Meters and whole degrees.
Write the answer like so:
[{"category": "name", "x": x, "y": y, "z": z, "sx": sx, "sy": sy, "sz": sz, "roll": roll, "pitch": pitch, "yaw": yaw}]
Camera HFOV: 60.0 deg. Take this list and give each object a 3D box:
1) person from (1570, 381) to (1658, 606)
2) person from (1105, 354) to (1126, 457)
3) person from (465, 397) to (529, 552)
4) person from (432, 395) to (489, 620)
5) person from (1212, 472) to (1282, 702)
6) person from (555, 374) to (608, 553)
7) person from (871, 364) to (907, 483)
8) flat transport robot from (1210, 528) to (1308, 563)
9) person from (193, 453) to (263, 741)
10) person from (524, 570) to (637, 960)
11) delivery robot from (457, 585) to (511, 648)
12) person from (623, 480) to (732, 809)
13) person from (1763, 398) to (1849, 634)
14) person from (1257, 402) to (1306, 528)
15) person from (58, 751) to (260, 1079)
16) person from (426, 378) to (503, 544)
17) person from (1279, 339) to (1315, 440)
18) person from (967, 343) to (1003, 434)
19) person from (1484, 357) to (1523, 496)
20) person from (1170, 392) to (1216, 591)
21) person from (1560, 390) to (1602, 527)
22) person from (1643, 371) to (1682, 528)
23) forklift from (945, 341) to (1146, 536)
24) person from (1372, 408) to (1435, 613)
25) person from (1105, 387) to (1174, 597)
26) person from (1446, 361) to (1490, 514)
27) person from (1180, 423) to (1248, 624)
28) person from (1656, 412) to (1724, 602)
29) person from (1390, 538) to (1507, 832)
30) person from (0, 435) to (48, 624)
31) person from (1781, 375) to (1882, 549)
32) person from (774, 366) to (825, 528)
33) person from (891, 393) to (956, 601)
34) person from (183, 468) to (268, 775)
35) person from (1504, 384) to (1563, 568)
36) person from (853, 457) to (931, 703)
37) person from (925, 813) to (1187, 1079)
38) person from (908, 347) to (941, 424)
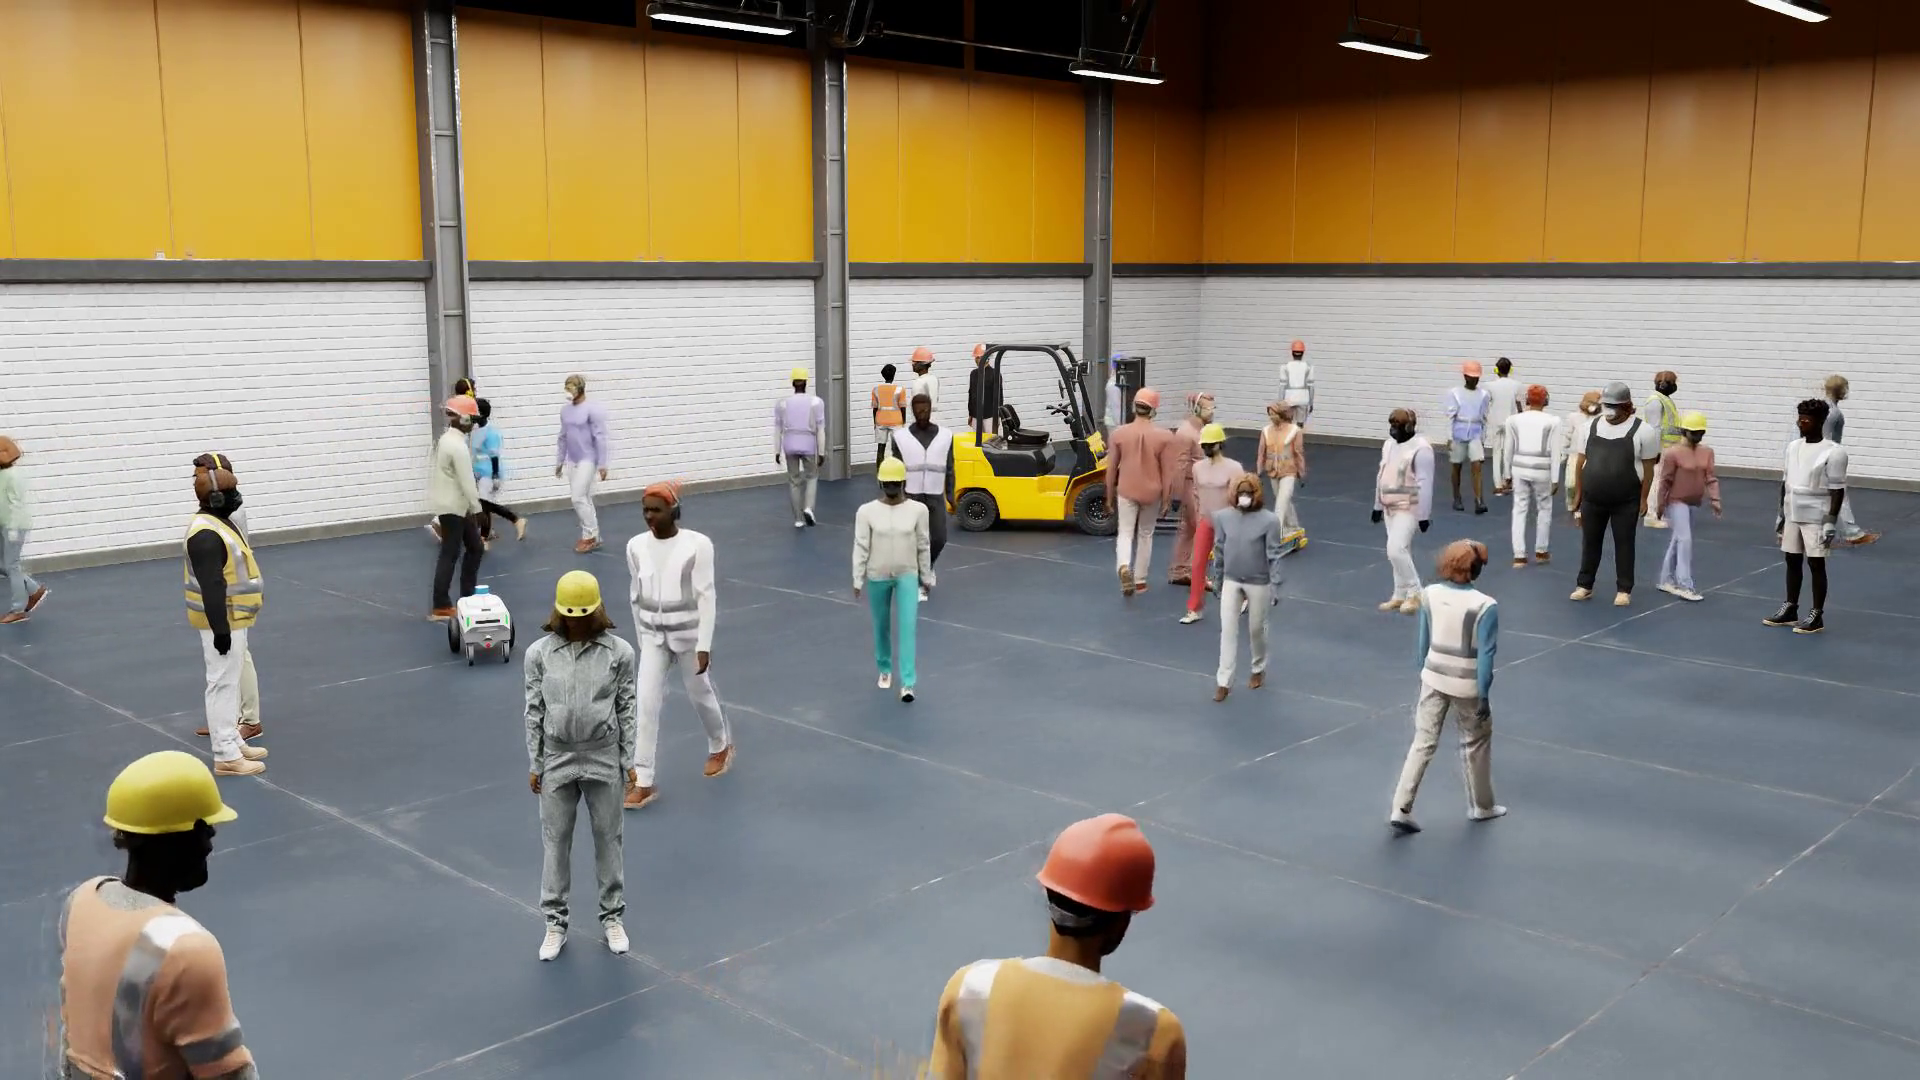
[{"category": "person", "x": 5.877, "y": -0.424, "z": 15.025, "sx": 0.685, "sy": 2.000, "sz": 0.535, "roll": 7, "pitch": 12, "yaw": 38}, {"category": "person", "x": 2.251, "y": -1.611, "z": 22.774, "sx": 0.739, "sy": 1.884, "sz": 0.681, "roll": 8, "pitch": 12, "yaw": 39}, {"category": "person", "x": -5.007, "y": -0.708, "z": 17.876, "sx": 0.671, "sy": 1.670, "sz": 0.536, "roll": -6, "pitch": 11, "yaw": -32}, {"category": "person", "x": -4.277, "y": -0.271, "z": 14.343, "sx": 0.696, "sy": 1.951, "sz": 0.606, "roll": -3, "pitch": 10, "yaw": -19}, {"category": "person", "x": 2.039, "y": 0.325, "z": 11.849, "sx": 0.515, "sy": 1.617, "sz": 0.726, "roll": 4, "pitch": 10, "yaw": 25}, {"category": "person", "x": -4.075, "y": -0.807, "z": 17.752, "sx": 0.663, "sy": 1.916, "sz": 0.578, "roll": 8, "pitch": 12, "yaw": 41}, {"category": "person", "x": -1.002, "y": -1.641, "z": 23.564, "sx": 0.532, "sy": 1.694, "sz": 0.320, "roll": 3, "pitch": 10, "yaw": 19}, {"category": "flat transport robot", "x": 3.190, "y": 0.027, "z": 17.668, "sx": 0.652, "sy": 0.197, "sz": 1.431, "roll": 5, "pitch": 10, "yaw": 26}, {"category": "person", "x": -4.733, "y": 0.371, "z": 10.675, "sx": 0.526, "sy": 1.871, "sz": 0.324, "roll": 8, "pitch": 12, "yaw": 41}, {"category": "person", "x": -1.662, "y": 0.984, "z": 7.325, "sx": 0.484, "sy": 1.736, "sz": 0.308, "roll": -2, "pitch": 9, "yaw": -12}, {"category": "delivery robot", "x": -3.727, "y": 0.600, "z": 13.003, "sx": 0.477, "sy": 0.478, "sz": 0.707, "roll": -4, "pitch": 10, "yaw": -21}, {"category": "person", "x": -1.636, "y": 0.560, "z": 9.633, "sx": 0.588, "sy": 1.844, "sz": 0.983, "roll": 3, "pitch": 10, "yaw": 16}, {"category": "person", "x": 7.081, "y": -0.205, "z": 13.908, "sx": 0.361, "sy": 1.964, "sz": 0.613, "roll": -3, "pitch": 10, "yaw": -17}, {"category": "person", "x": 3.531, "y": -0.721, "z": 18.220, "sx": 0.532, "sy": 1.587, "sz": 0.878, "roll": 8, "pitch": 12, "yaw": 41}, {"category": "person", "x": -1.875, "y": 1.433, "z": 4.118, "sx": 0.616, "sy": 1.872, "sz": 0.981, "roll": 8, "pitch": 12, "yaw": 41}, {"category": "person", "x": -5.510, "y": -0.871, "z": 18.386, "sx": 0.521, "sy": 1.847, "sz": 0.841, "roll": 7, "pitch": 12, "yaw": 38}, {"category": "person", "x": 5.293, "y": -2.184, "z": 26.150, "sx": 0.544, "sy": 1.923, "sz": 0.491, "roll": 2, "pitch": 9, "yaw": 12}, {"category": "person", "x": 0.329, "y": -1.762, "z": 23.369, "sx": 0.397, "sy": 1.992, "sz": 0.621, "roll": -9, "pitch": 13, "yaw": -44}, {"category": "person", "x": 7.279, "y": -1.538, "z": 22.421, "sx": 0.569, "sy": 1.851, "sz": 0.643, "roll": 2, "pitch": 9, "yaw": 10}, {"category": "person", "x": 2.309, "y": -0.462, "z": 15.763, "sx": 0.673, "sy": 1.876, "sz": 0.635, "roll": 5, "pitch": 10, "yaw": 26}, {"category": "person", "x": 7.325, "y": -0.953, "z": 19.528, "sx": 0.524, "sy": 1.612, "sz": 0.349, "roll": 4, "pitch": 10, "yaw": 24}, {"category": "person", "x": 8.270, "y": -1.072, "z": 19.607, "sx": 0.429, "sy": 1.845, "sz": 0.627, "roll": 6, "pitch": 11, "yaw": 32}, {"category": "forklift", "x": 0.977, "y": -1.223, "z": 19.452, "sx": 2.313, "sy": 2.155, "sz": 1.214, "roll": 2, "pitch": 9, "yaw": 11}, {"category": "person", "x": 3.892, "y": -0.254, "z": 14.657, "sx": 0.443, "sy": 1.830, "sz": 0.644, "roll": -2, "pitch": 10, "yaw": -13}, {"category": "person", "x": 1.642, "y": -0.424, "z": 15.315, "sx": 0.624, "sy": 1.962, "sz": 0.826, "roll": 1, "pitch": 9, "yaw": 8}, {"category": "person", "x": 6.301, "y": -1.264, "z": 20.604, "sx": 0.559, "sy": 1.889, "sz": 0.937, "roll": 1, "pitch": 9, "yaw": 5}, {"category": "person", "x": 2.251, "y": -0.163, "z": 14.398, "sx": 0.526, "sy": 1.722, "sz": 0.894, "roll": 7, "pitch": 11, "yaw": 35}, {"category": "person", "x": 6.725, "y": -0.305, "z": 15.249, "sx": 0.526, "sy": 1.733, "sz": 0.781, "roll": -3, "pitch": 10, "yaw": -20}, {"category": "person", "x": 2.652, "y": 0.782, "z": 8.976, "sx": 0.839, "sy": 1.599, "sz": 0.525, "roll": -7, "pitch": 11, "yaw": -36}, {"category": "person", "x": -8.135, "y": -0.093, "z": 14.273, "sx": 0.510, "sy": 1.619, "sz": 0.395, "roll": 8, "pitch": 12, "yaw": 41}, {"category": "person", "x": 9.498, "y": -0.844, "z": 18.069, "sx": 0.991, "sy": 1.886, "sz": 0.640, "roll": 2, "pitch": 9, "yaw": 12}, {"category": "person", "x": -1.875, "y": -1.078, "z": 19.422, "sx": 0.599, "sy": 1.911, "sz": 0.421, "roll": 0, "pitch": 9, "yaw": -1}, {"category": "person", "x": -0.342, "y": -0.410, "z": 15.334, "sx": 0.608, "sy": 1.908, "sz": 0.502, "roll": -2, "pitch": 9, "yaw": -12}, {"category": "person", "x": -4.420, "y": 0.488, "z": 10.033, "sx": 0.429, "sy": 1.846, "sz": 0.630, "roll": -3, "pitch": 10, "yaw": -18}, {"category": "person", "x": 5.878, "y": -0.662, "z": 17.014, "sx": 0.601, "sy": 1.859, "sz": 0.781, "roll": 7, "pitch": 11, "yaw": 35}, {"category": "person", "x": -0.483, "y": 0.273, "z": 11.748, "sx": 0.552, "sy": 1.716, "sz": 0.920, "roll": 0, "pitch": 9, "yaw": -2}, {"category": "person", "x": 0.203, "y": 1.525, "z": 3.617, "sx": 0.555, "sy": 1.855, "sz": 0.999, "roll": 5, "pitch": 10, "yaw": 28}, {"category": "person", "x": -0.476, "y": -1.431, "z": 21.177, "sx": 0.360, "sy": 2.047, "sz": 0.615, "roll": 4, "pitch": 10, "yaw": 22}]
